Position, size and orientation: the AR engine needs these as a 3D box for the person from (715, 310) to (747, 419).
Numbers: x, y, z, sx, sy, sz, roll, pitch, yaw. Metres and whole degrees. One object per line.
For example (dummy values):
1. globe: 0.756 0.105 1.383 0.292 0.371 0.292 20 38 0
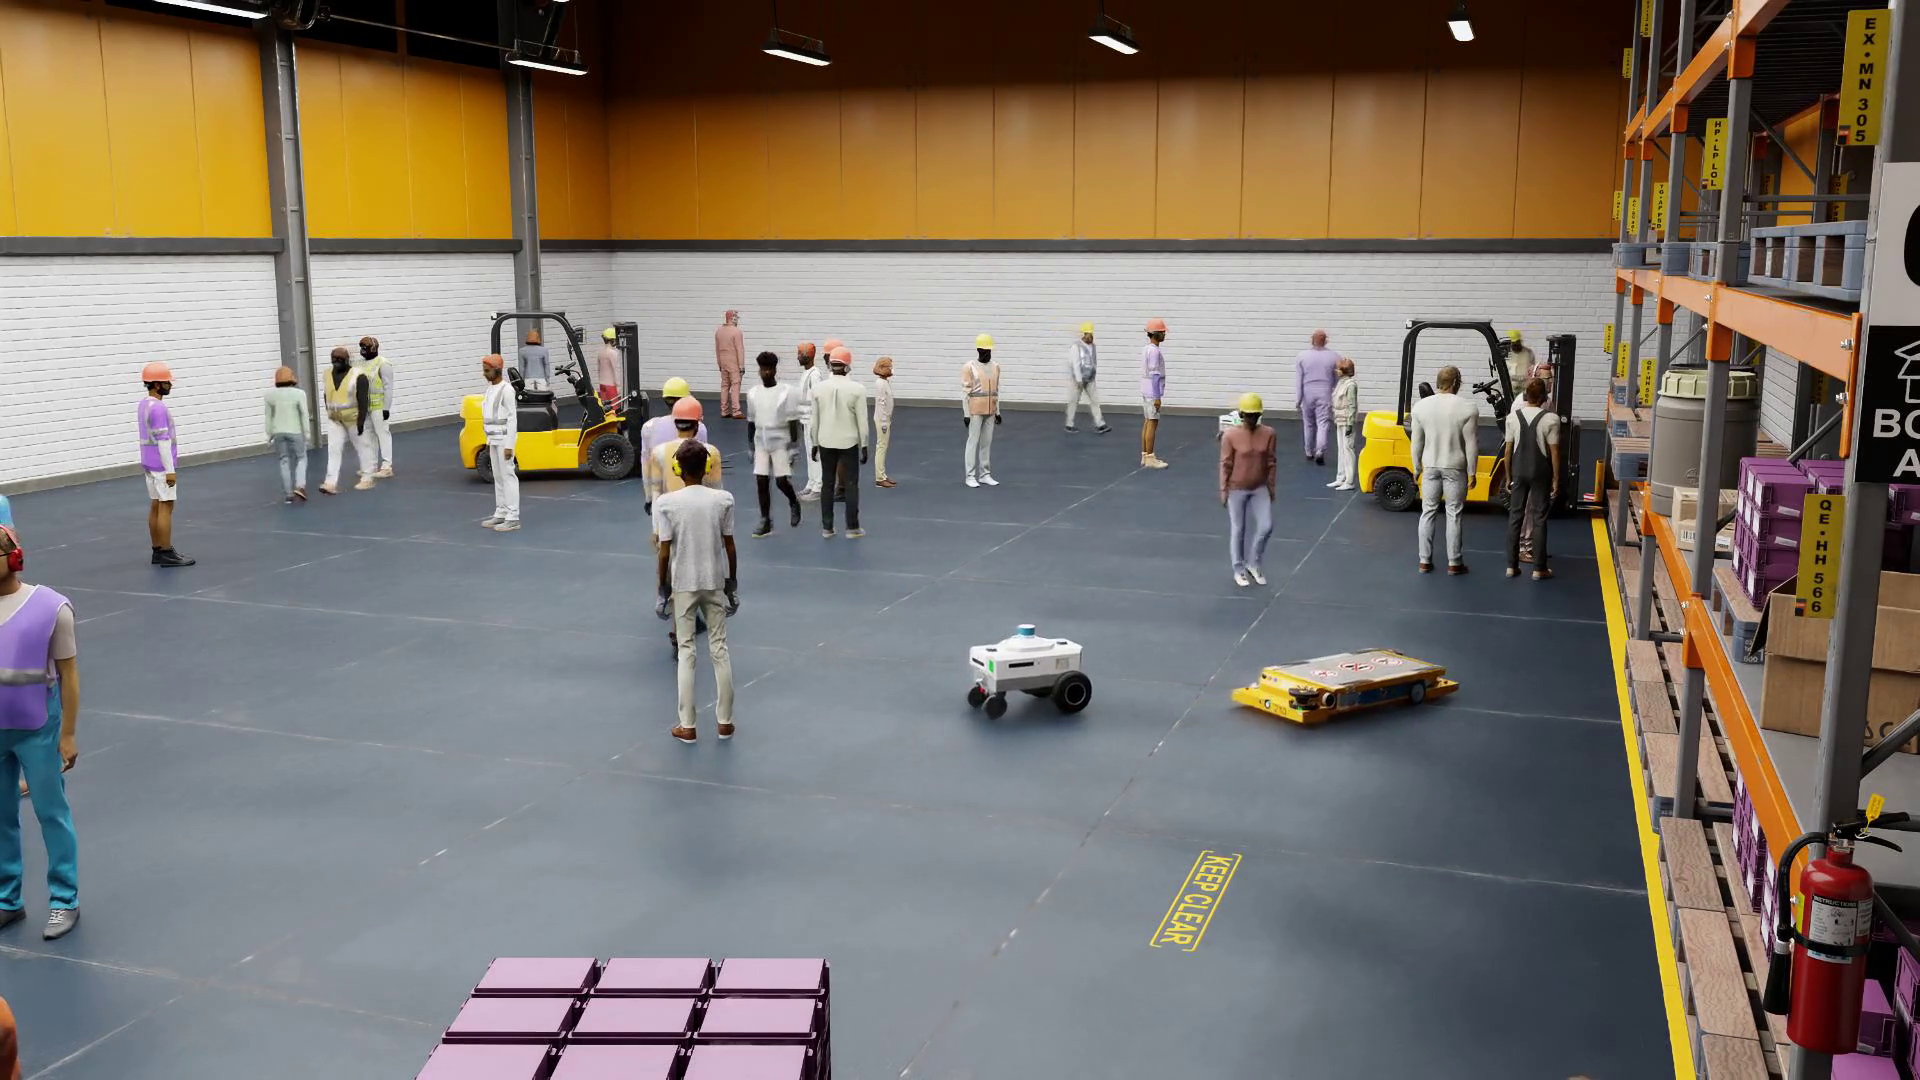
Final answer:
1. person: -3.972 -3.066 29.071 0.651 1.904 0.403 9 13 41

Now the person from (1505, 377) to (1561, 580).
1. person: 5.197 -0.559 15.117 0.508 1.846 0.345 8 13 36

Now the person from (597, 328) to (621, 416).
1. person: -5.344 -2.361 25.495 0.330 1.765 0.533 -9 14 -42

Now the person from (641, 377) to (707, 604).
1. person: -2.390 -0.407 14.034 0.613 1.923 0.383 2 10 12

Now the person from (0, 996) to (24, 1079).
1. person: -2.290 1.555 3.632 0.319 1.697 0.533 6 12 29

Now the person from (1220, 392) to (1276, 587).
1. person: 2.551 -0.442 14.713 0.546 1.741 0.446 -2 10 -10

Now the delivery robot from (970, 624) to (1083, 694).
1. delivery robot: 0.431 0.795 10.843 0.707 0.478 0.477 -4 10 -24

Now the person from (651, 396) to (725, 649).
1. person: -2.074 -0.129 12.561 0.555 1.906 0.931 2 10 10

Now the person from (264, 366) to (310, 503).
1. person: -7.919 -1.239 19.599 0.513 1.612 0.410 -1 10 -7

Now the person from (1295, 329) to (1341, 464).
1. person: 4.993 -1.998 23.191 0.646 1.867 0.988 2 10 11

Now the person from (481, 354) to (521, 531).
1. person: -4.901 -1.034 17.714 0.355 1.875 0.572 -8 13 -36

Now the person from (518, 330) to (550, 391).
1. person: -7.012 -2.638 27.421 0.500 1.633 0.286 -2 10 -10

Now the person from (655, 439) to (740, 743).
1. person: -1.609 0.311 10.169 0.521 1.865 0.328 -4 11 -19

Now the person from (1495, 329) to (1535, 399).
1. person: 8.295 -2.261 24.864 0.617 1.789 0.484 1 10 5

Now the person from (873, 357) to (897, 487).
1. person: -0.944 -1.483 20.908 0.284 1.636 0.500 0 10 3

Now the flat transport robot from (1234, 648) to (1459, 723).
1. flat transport robot: 2.579 0.949 11.060 1.431 0.197 0.652 -6 12 -32

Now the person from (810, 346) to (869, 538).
1. person: -1.251 -1.013 17.264 0.628 1.988 0.400 2 10 9

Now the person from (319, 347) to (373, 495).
1. person: -7.523 -1.456 20.339 0.636 1.797 0.927 2 10 10

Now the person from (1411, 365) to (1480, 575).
1. person: 4.462 -0.639 15.326 0.627 1.933 0.371 7 12 33

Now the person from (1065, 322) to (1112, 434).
1. person: 2.050 -2.585 26.683 0.610 1.788 0.918 -9 13 -41

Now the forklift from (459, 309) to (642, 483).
1. forklift: -5.354 -1.902 21.697 2.313 2.155 1.214 -2 10 -13

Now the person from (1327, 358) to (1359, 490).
1. person: 4.775 -1.431 20.616 0.315 1.636 0.514 -1 10 -4

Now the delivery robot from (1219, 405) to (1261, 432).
1. delivery robot: 4.324 -1.833 25.661 0.707 0.478 0.477 -10 14 -43

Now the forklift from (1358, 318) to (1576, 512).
1. forklift: 5.787 -1.437 19.079 2.313 2.155 1.214 3 11 19

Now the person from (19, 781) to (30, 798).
1. person: -5.379 0.464 9.094 0.635 1.939 0.361 9 13 41

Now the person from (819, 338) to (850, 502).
1. person: -1.476 -1.414 19.679 0.364 1.935 0.550 1 10 3

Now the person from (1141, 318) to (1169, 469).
1. person: 2.650 -1.998 22.652 0.365 2.048 0.605 -1 10 -3

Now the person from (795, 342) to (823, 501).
1. person: -1.776 -1.409 19.800 0.361 1.884 0.574 -3 10 -15

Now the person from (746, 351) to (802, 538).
1. person: -1.932 -1.002 17.320 0.616 1.947 0.578 4 11 24

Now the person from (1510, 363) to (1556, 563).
1. person: 5.530 -0.742 15.980 0.409 1.909 0.640 9 13 40

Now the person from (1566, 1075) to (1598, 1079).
1. person: 1.040 1.713 2.901 0.513 1.640 0.307 -3 10 -15

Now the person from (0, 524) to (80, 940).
1. person: -4.134 0.830 7.293 0.566 1.846 0.387 0 10 0

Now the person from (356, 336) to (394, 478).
1. person: -7.688 -1.738 21.771 0.632 1.843 0.429 6 12 32

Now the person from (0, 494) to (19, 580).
1. person: -6.667 0.222 11.207 0.548 1.658 0.508 -3 10 -14

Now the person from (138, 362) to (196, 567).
1. person: -7.526 -0.710 15.709 0.362 1.938 0.545 -9 13 -40

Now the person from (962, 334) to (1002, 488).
1. person: 0.292 -1.626 20.895 0.593 1.925 0.384 -8 13 -39
